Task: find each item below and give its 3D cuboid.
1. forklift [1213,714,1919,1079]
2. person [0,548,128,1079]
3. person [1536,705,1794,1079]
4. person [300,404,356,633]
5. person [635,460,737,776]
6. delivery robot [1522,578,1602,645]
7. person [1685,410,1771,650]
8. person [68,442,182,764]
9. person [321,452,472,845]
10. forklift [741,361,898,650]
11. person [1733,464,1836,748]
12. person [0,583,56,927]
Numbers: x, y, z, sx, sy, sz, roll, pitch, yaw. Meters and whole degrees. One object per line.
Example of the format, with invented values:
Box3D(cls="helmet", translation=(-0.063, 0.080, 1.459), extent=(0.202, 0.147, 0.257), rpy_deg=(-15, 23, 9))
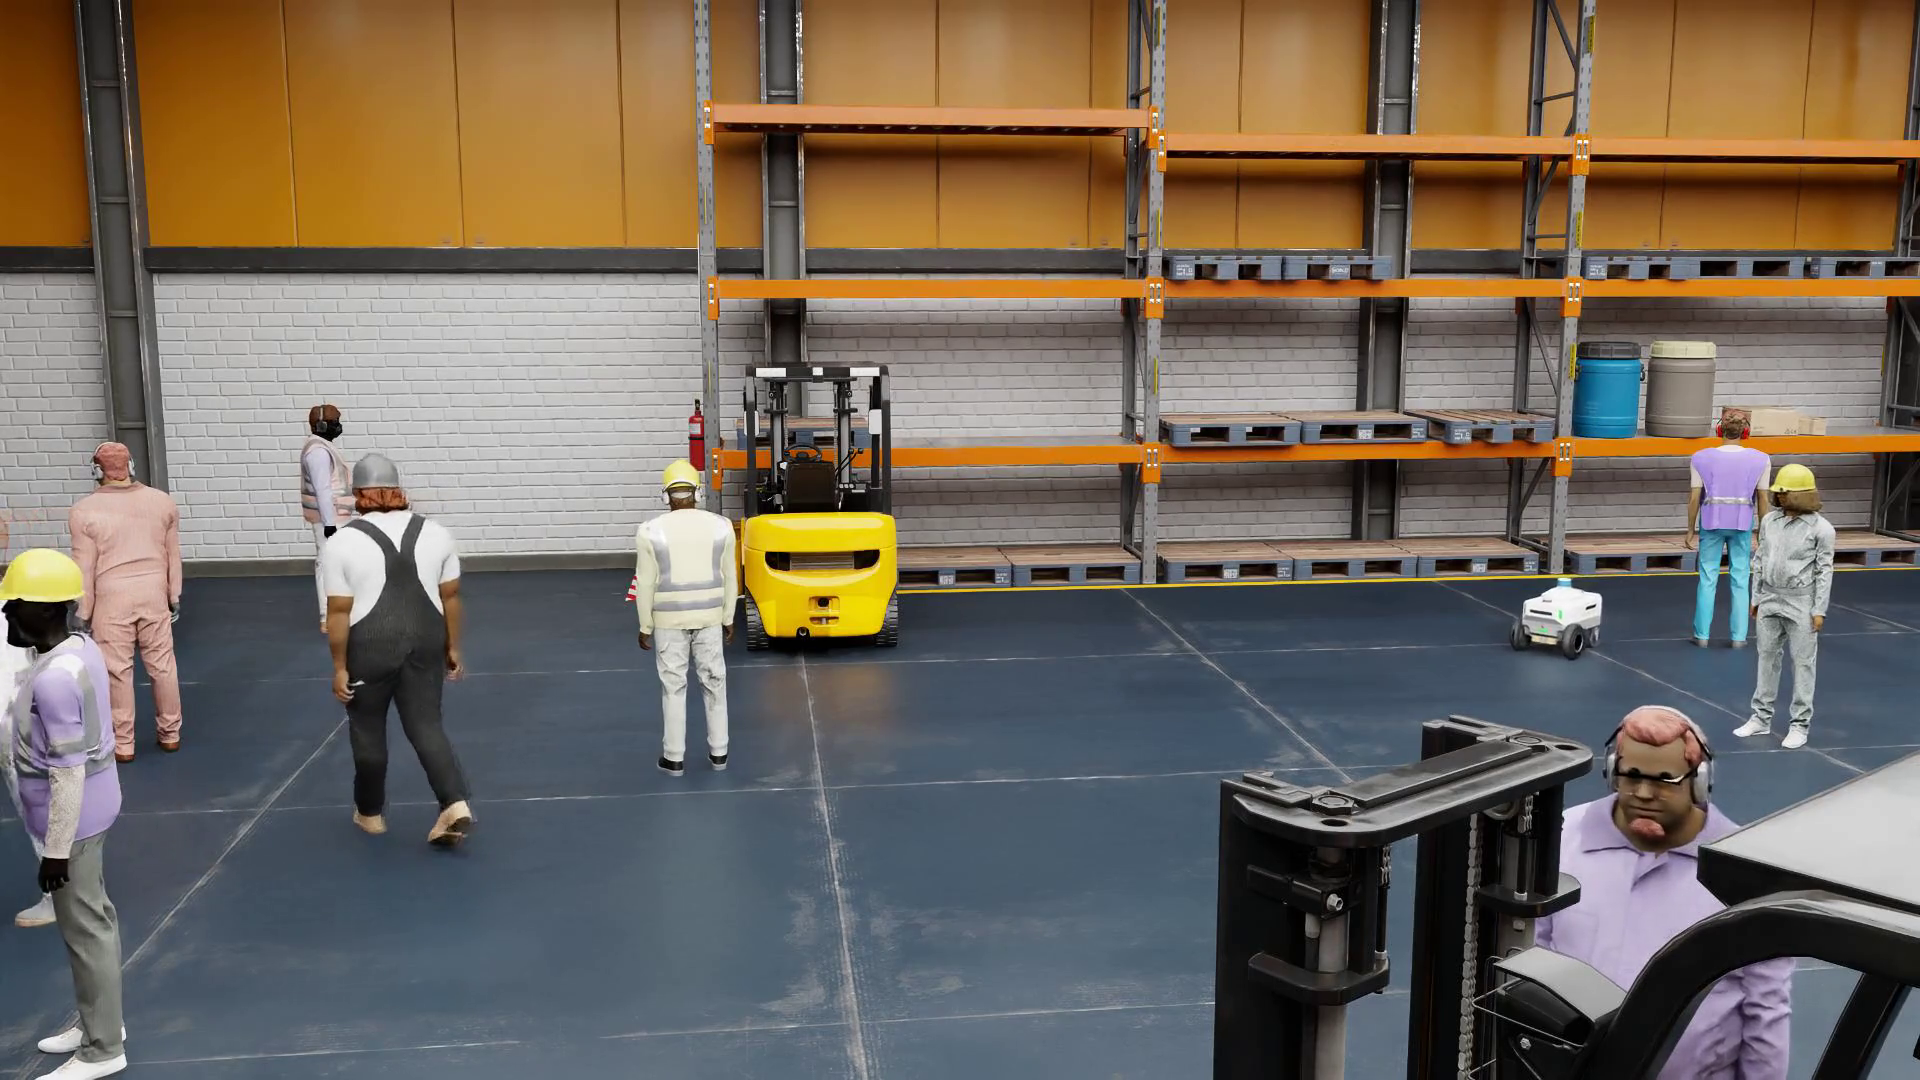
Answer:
Box3D(cls="forklift", translation=(1.441, 1.425, 2.350), extent=(1.214, 2.155, 2.313), rpy_deg=(-7, 12, -39))
Box3D(cls="person", translation=(-3.193, 0.982, 5.935), extent=(0.358, 1.930, 0.588), rpy_deg=(-4, 10, -23))
Box3D(cls="person", translation=(1.600, 1.316, 3.956), extent=(0.639, 1.900, 0.401), rpy_deg=(7, 11, 36))
Box3D(cls="person", translation=(-5.088, -0.177, 13.446), extent=(0.429, 1.842, 0.634), rpy_deg=(-3, 10, -20))
Box3D(cls="person", translation=(-1.579, 0.452, 9.592), extent=(0.591, 1.819, 0.404), rpy_deg=(-4, 10, -23))
Box3D(cls="delivery robot", translation=(4.607, 0.535, 12.712), extent=(0.707, 0.478, 0.477), rpy_deg=(-9, 13, -44))
Box3D(cls="person", translation=(5.885, -0.072, 12.772), extent=(0.570, 1.845, 0.380), rpy_deg=(3, 10, 17))
Box3D(cls="person", translation=(-4.946, 0.368, 9.865), extent=(0.406, 1.903, 0.639), rpy_deg=(7, 12, 38))
Box3D(cls="person", translation=(-2.824, 0.532, 8.398), extent=(0.699, 2.000, 0.902), rpy_deg=(-7, 12, -39))
Box3D(cls="forklift", translation=(-1.154, -0.340, 13.365), extent=(1.214, 2.155, 2.313), rpy_deg=(-1, 9, -7))
Box3D(cls="person", translation=(5.057, 0.398, 10.177), extent=(0.313, 1.738, 0.483), rpy_deg=(-5, 11, -30))
Box3D(cls="person", translation=(-4.265, 0.836, 7.113), extent=(0.603, 1.841, 0.957), rpy_deg=(6, 11, 32))
